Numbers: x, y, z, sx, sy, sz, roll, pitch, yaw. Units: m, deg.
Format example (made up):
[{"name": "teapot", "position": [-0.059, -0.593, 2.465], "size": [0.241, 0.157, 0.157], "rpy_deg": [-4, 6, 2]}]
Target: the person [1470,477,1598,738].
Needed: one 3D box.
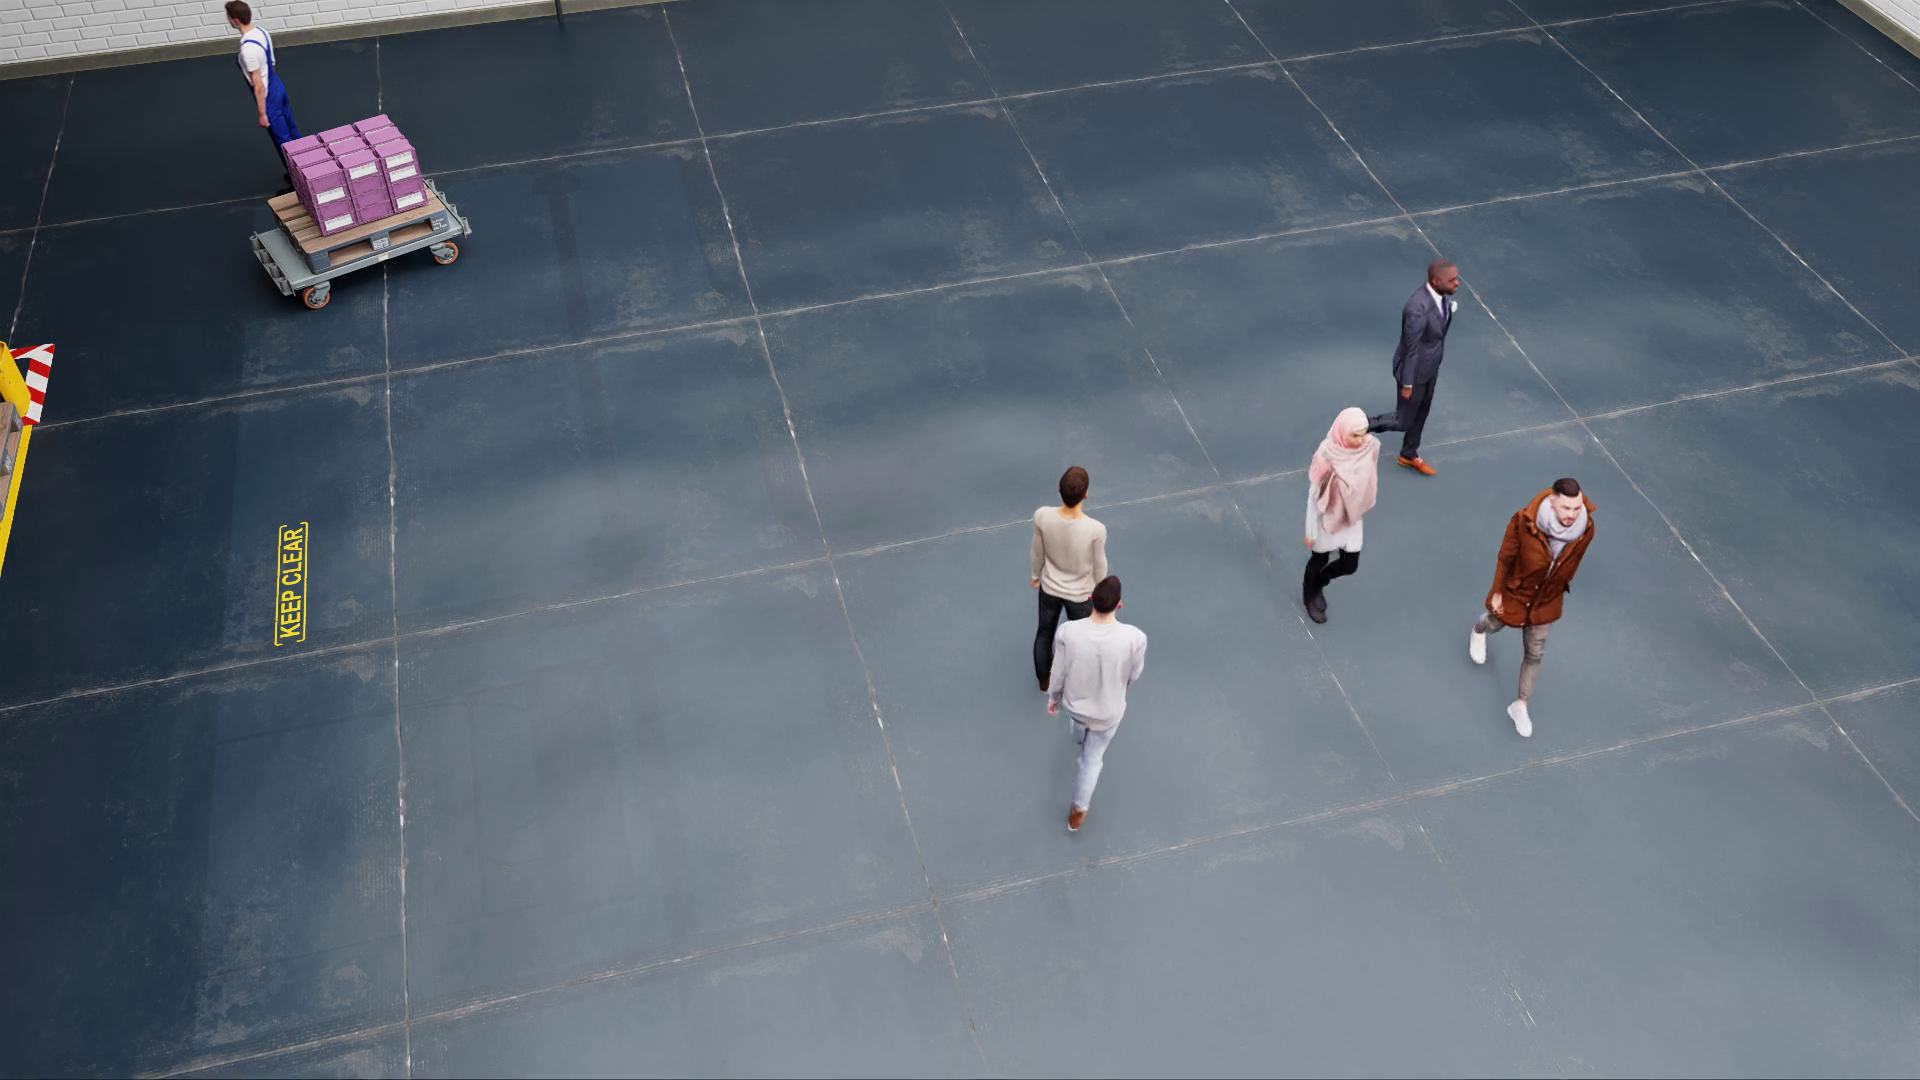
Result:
[{"name": "person", "position": [3.504, 0.275, 10.361], "size": [0.958, 1.801, 1.244], "rpy_deg": [3, 44, 3]}]

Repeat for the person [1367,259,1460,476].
[{"name": "person", "position": [3.215, -1.254, 11.960], "size": [1.082, 1.809, 0.999], "rpy_deg": [26, 50, 25]}]

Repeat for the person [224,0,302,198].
[{"name": "person", "position": [-6.096, -3.894, 14.703], "size": [0.747, 1.849, 0.593], "rpy_deg": [0, 44, 0]}]

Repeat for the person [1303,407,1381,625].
[{"name": "person", "position": [2.395, -0.203, 10.870], "size": [0.645, 1.792, 0.634], "rpy_deg": [-13, 45, -13]}]

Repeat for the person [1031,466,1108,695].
[{"name": "person", "position": [0.664, 0.299, 10.290], "size": [0.735, 1.866, 0.767], "rpy_deg": [16, 46, 16]}]

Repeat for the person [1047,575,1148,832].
[{"name": "person", "position": [0.765, 0.997, 9.607], "size": [1.035, 1.796, 1.219], "rpy_deg": [9, 44, 10]}]
